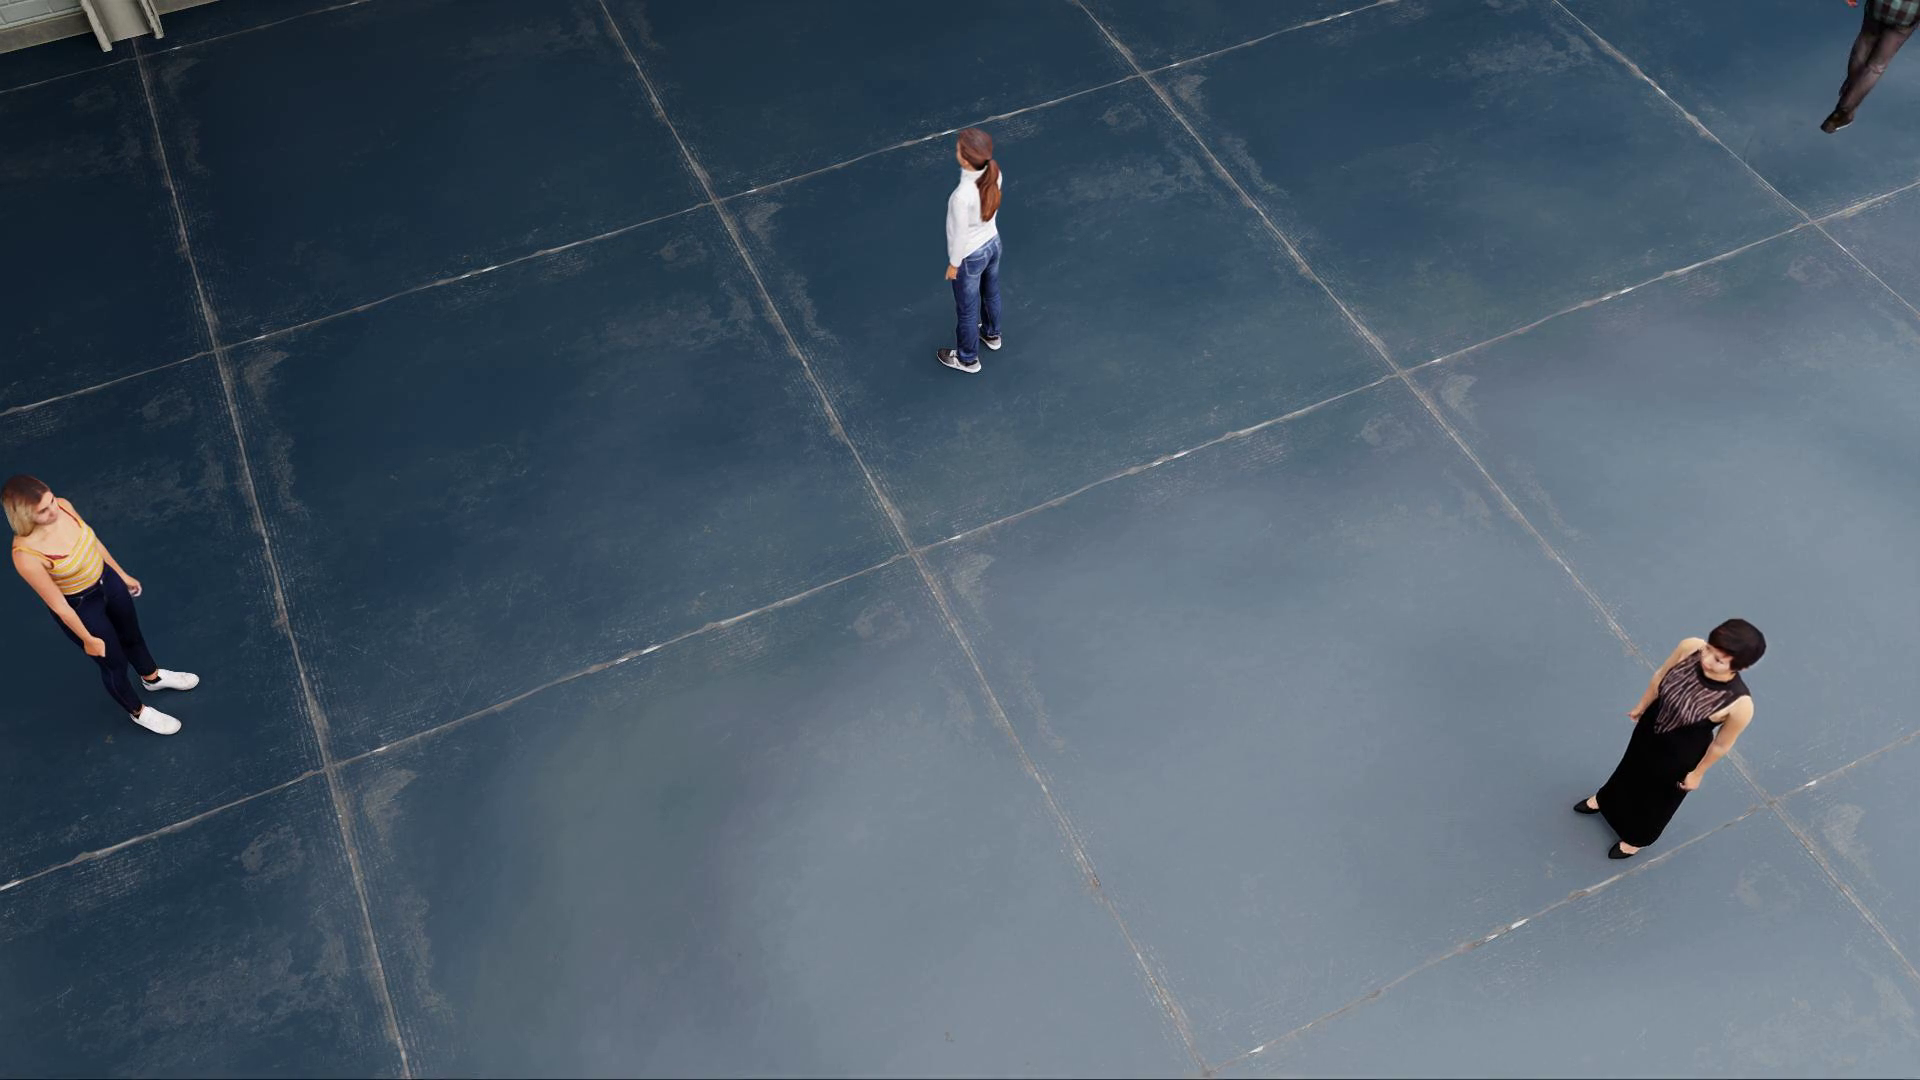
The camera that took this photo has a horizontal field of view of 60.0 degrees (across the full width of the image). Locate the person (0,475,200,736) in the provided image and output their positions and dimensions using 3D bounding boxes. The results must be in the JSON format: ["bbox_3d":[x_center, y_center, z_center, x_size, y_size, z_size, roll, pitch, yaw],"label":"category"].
[{"bbox_3d":[-3.855,0.273,7.375,0.673,1.628,0.655,5,52,4],"label":"person"}]

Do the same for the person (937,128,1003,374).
[{"bbox_3d":[0.085,-1.537,8.822,0.678,1.559,0.593,30,58,21],"label":"person"}]

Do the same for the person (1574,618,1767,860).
[{"bbox_3d":[3.001,0.828,6.962,0.504,1.603,0.576,-17,54,-13],"label":"person"}]
